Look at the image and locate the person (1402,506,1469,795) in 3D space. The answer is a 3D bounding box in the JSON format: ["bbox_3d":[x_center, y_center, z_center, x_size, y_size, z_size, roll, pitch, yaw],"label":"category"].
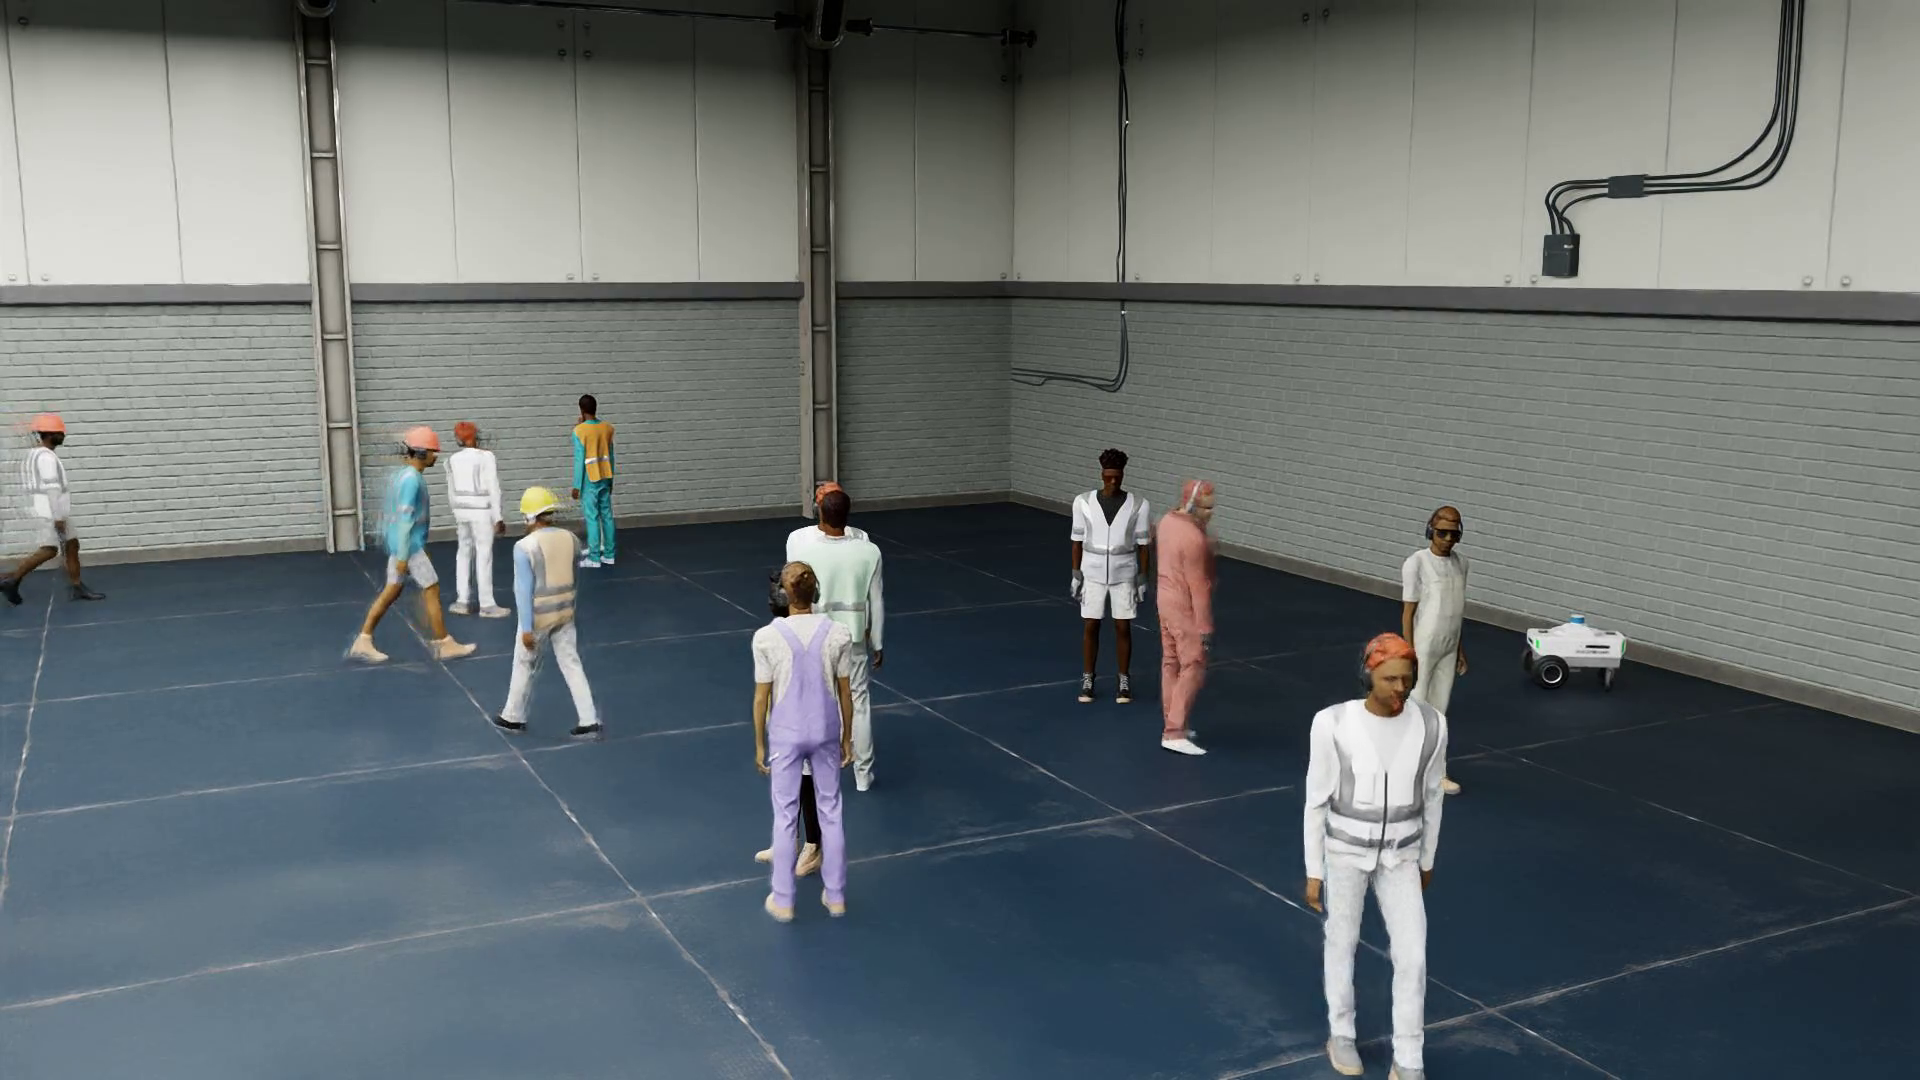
[{"bbox_3d":[2.958,0.695,10.360,0.506,1.843,0.351,-5,11,-29],"label":"person"}]

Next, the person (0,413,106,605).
[{"bbox_3d":[-8.968,-0.290,16.279,0.876,1.909,0.549,-4,10,-26],"label":"person"}]

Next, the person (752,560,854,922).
[{"bbox_3d":[-0.789,1.015,8.418,0.511,1.837,0.348,-2,9,-14],"label":"person"}]

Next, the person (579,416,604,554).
[{"bbox_3d":[-4.259,-0.649,19.282,0.289,1.632,0.497,2,9,14],"label":"person"}]

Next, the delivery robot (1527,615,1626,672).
[{"bbox_3d":[4.877,0.834,13.166,0.707,0.478,0.477,1,9,6],"label":"delivery robot"}]

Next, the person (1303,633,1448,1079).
[{"bbox_3d":[1.652,1.300,6.588,0.598,1.858,0.767,0,9,-1],"label":"person"}]

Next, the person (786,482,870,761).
[{"bbox_3d":[-0.872,0.558,11.092,0.575,1.879,0.355,-3,10,-16],"label":"person"}]

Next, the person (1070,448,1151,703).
[{"bbox_3d":[1.141,0.270,12.633,0.608,1.955,0.382,1,9,9],"label":"person"}]

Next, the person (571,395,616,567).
[{"bbox_3d":[-4.051,-0.650,18.428,0.395,1.913,0.590,6,11,31],"label":"person"}]

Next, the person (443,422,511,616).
[{"bbox_3d":[-4.597,-0.193,15.822,0.688,1.852,0.350,5,10,26],"label":"person"}]

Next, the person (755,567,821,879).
[{"bbox_3d":[-0.920,0.982,9.038,0.318,1.697,0.534,-6,11,-32],"label":"person"}]

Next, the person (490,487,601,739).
[{"bbox_3d":[-2.907,0.516,11.656,0.916,1.782,0.606,7,11,35],"label":"person"}]

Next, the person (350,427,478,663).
[{"bbox_3d":[-4.640,0.055,13.884,1.014,1.992,0.608,-4,10,-23],"label":"person"}]

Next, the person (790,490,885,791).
[{"bbox_3d":[-0.767,0.643,10.444,0.597,1.916,0.370,-2,9,-12],"label":"person"}]

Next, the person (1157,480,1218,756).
[{"bbox_3d":[1.541,0.515,11.392,0.453,1.876,0.686,-2,10,-15],"label":"person"}]
